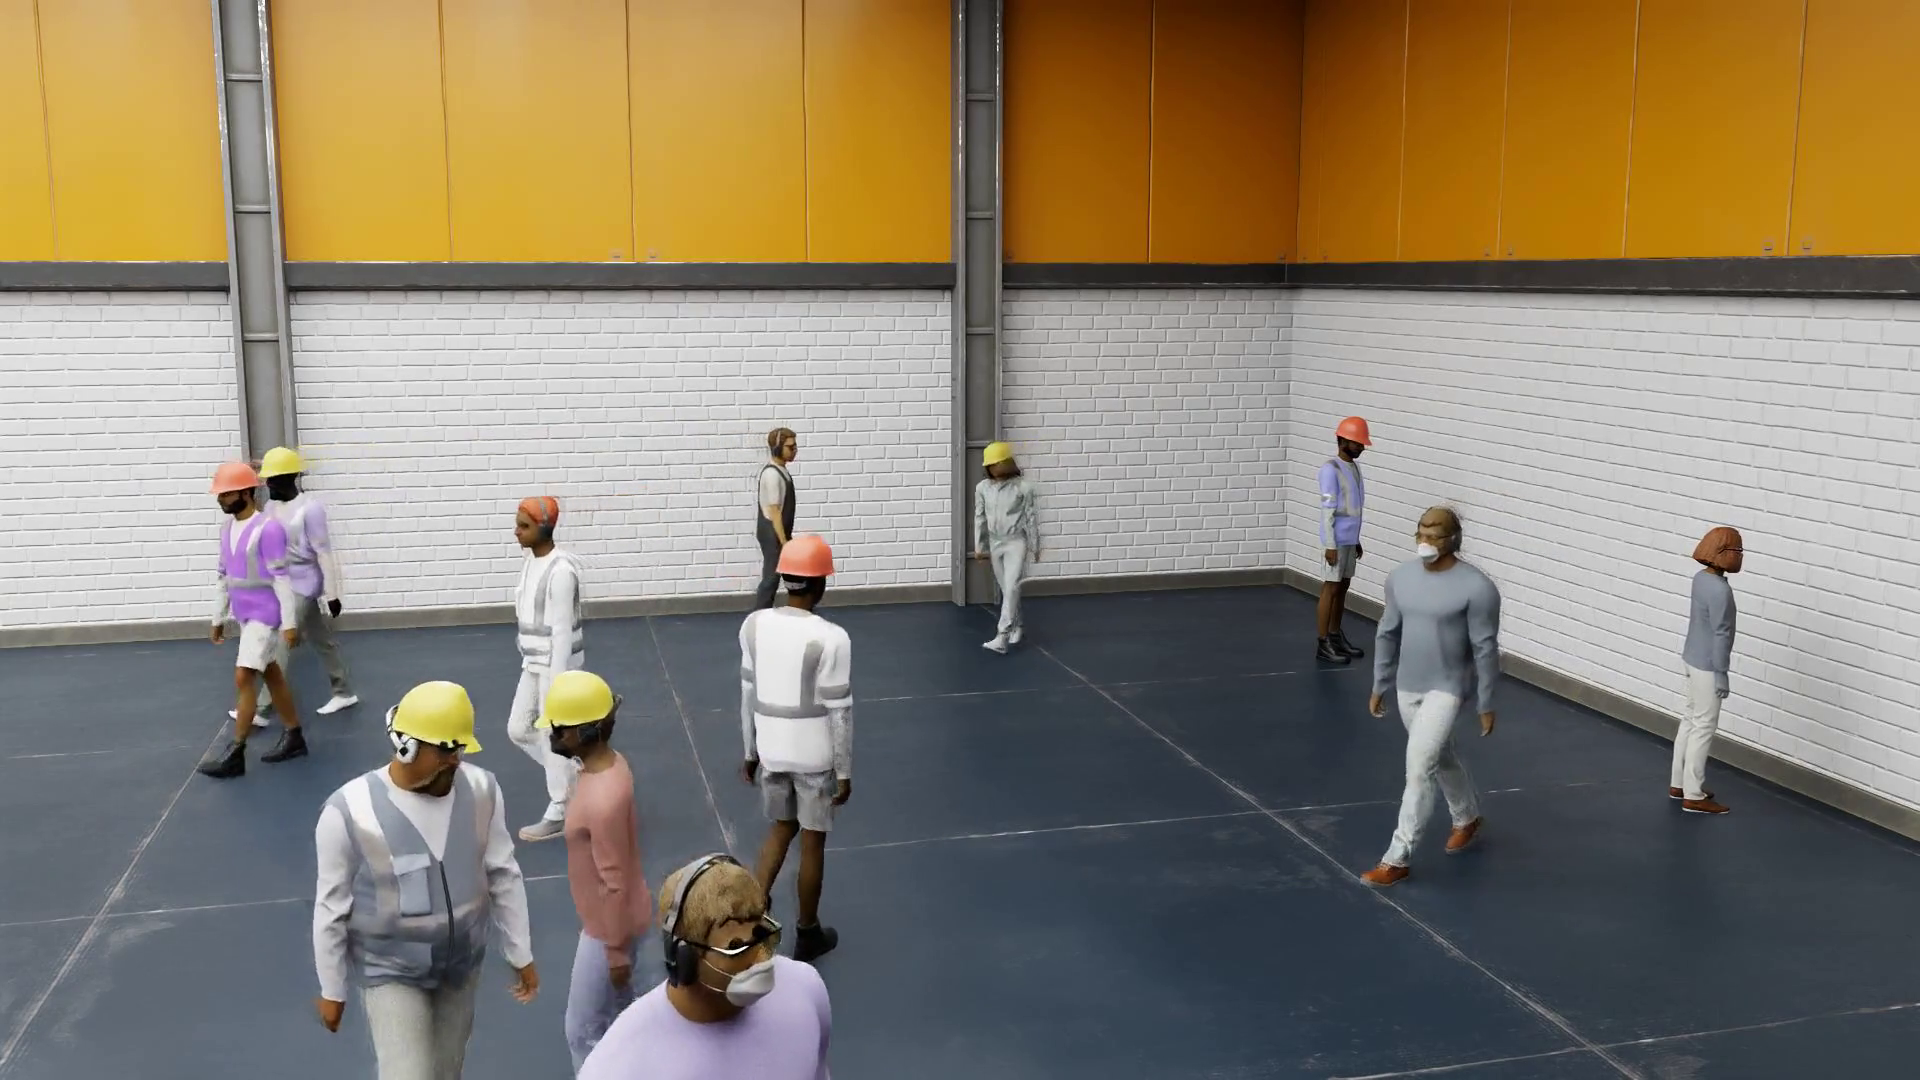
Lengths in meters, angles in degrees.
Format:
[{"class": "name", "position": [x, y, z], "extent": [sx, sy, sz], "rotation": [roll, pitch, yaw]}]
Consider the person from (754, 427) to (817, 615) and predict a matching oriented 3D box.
[{"class": "person", "position": [-1.306, 0.013, 13.267], "extent": [0.821, 1.815, 0.550], "rotation": [0, 9, 3]}]

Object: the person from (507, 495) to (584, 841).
[{"class": "person", "position": [-2.212, 0.685, 8.889], "extent": [0.414, 1.872, 0.609], "rotation": [-5, 11, -31]}]

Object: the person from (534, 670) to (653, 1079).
[{"class": "person", "position": [-1.104, 1.276, 5.597], "extent": [0.660, 1.741, 0.521], "rotation": [-1, 9, -9]}]

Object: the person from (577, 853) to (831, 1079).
[{"class": "person", "position": [-0.503, 1.541, 3.381], "extent": [0.497, 1.925, 0.656], "rotation": [8, 12, 40]}]

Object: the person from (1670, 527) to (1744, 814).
[{"class": "person", "position": [4.235, 0.727, 9.404], "extent": [0.280, 1.625, 0.493], "rotation": [2, 9, 11]}]

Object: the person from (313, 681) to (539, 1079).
[{"class": "person", "position": [-1.658, 1.318, 5.182], "extent": [0.577, 1.789, 0.617], "rotation": [9, 13, 44]}]

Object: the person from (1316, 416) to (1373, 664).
[{"class": "person", "position": [3.016, -0.007, 13.034], "extent": [0.374, 1.928, 0.543], "rotation": [7, 11, 36]}]

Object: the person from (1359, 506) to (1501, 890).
[{"class": "person", "position": [2.415, 0.753, 8.426], "extent": [1.040, 1.893, 0.641], "rotation": [-7, 11, -35]}]

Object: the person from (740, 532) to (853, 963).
[{"class": "person", "position": [-0.719, 0.928, 7.214], "extent": [0.573, 1.925, 0.505], "rotation": [5, 10, 29]}]

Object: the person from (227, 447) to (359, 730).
[{"class": "person", "position": [-4.518, 0.315, 11.176], "extent": [0.610, 1.872, 0.998], "rotation": [7, 12, 39]}]

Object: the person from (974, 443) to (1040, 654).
[{"class": "person", "position": [0.375, 0.057, 13.366], "extent": [0.511, 1.689, 0.918], "rotation": [4, 10, 25]}]

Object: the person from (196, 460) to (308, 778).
[{"class": "person", "position": [-4.388, 0.476, 10.091], "extent": [0.577, 1.900, 0.875], "rotation": [7, 11, 37]}]
